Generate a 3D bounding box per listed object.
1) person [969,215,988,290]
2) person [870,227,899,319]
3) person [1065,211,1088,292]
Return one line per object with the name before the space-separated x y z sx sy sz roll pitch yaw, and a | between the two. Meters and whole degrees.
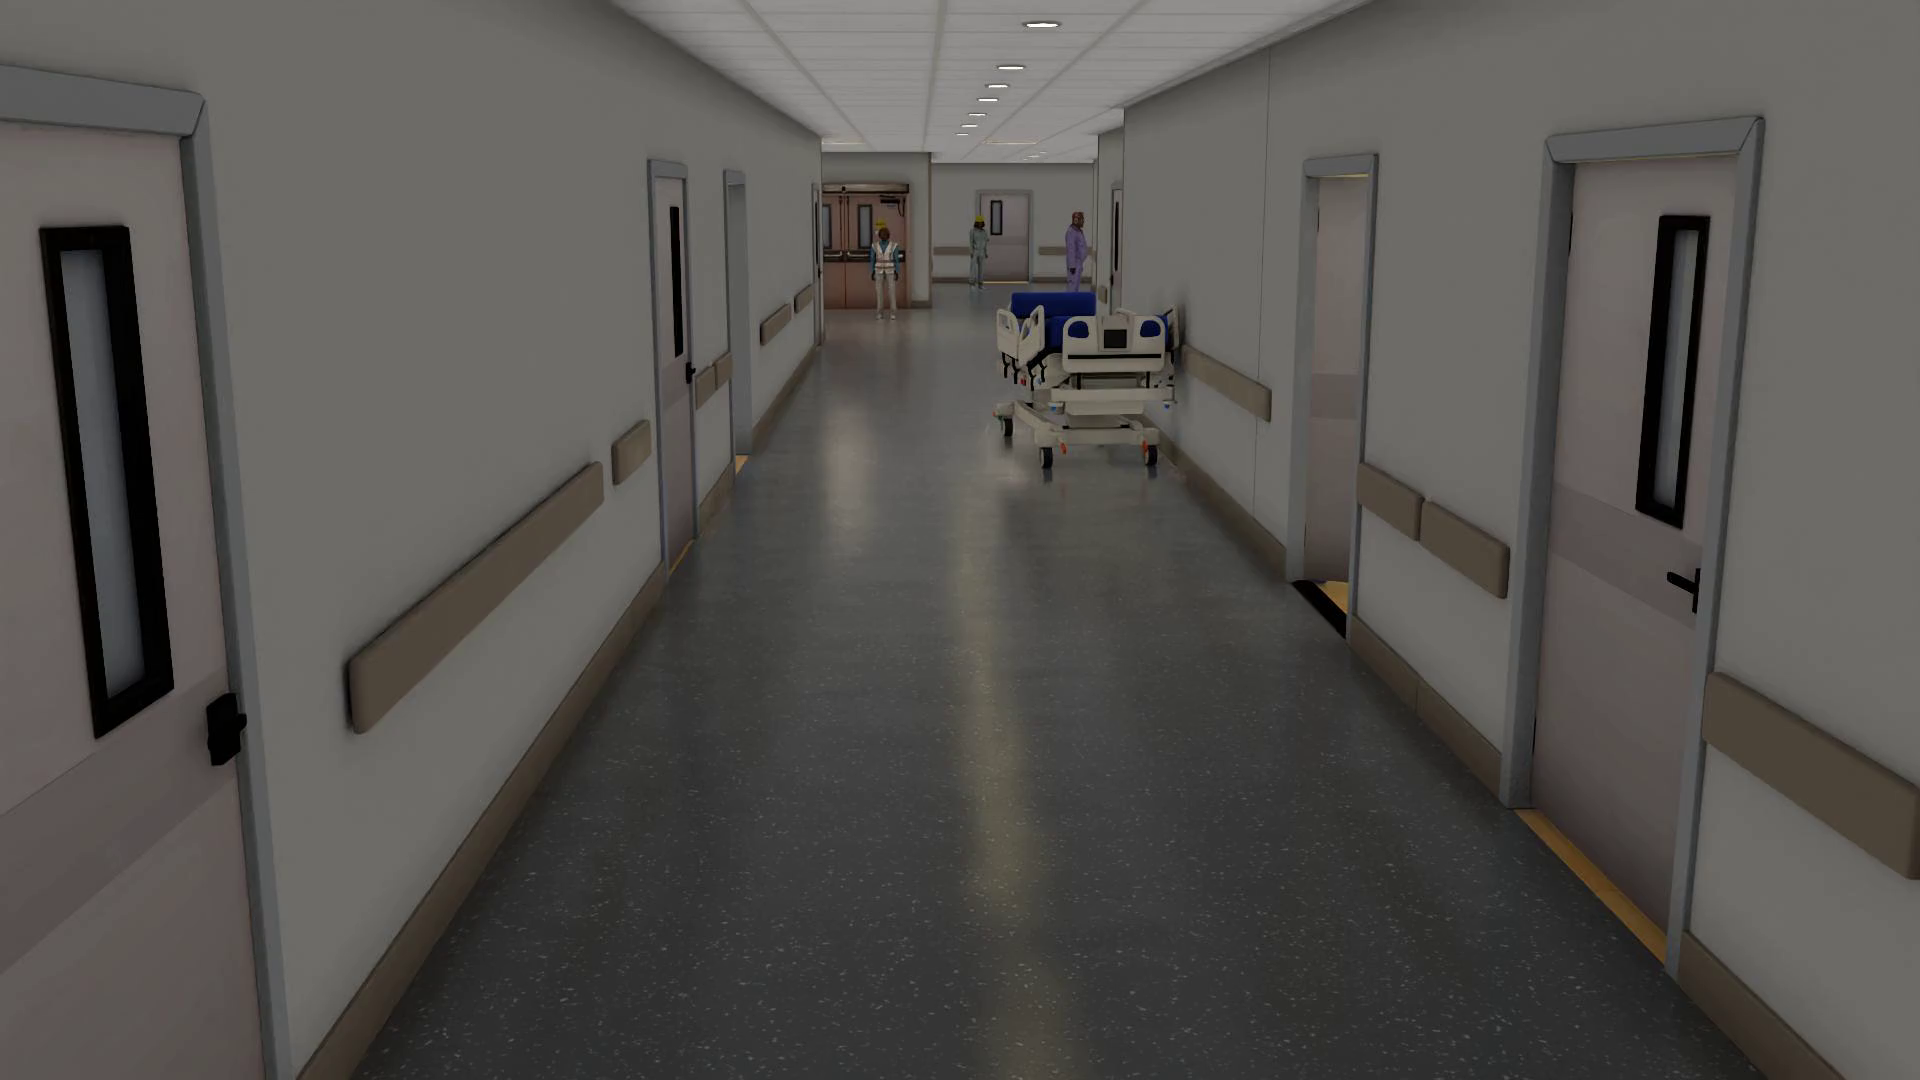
person | 0.443 -6.759 39.153 0.483 1.745 0.299 -7 14 -32
person | -1.332 -4.739 29.592 0.519 1.631 0.316 2 12 7
person | 2.154 -5.095 30.688 0.398 1.900 0.635 3 12 15
